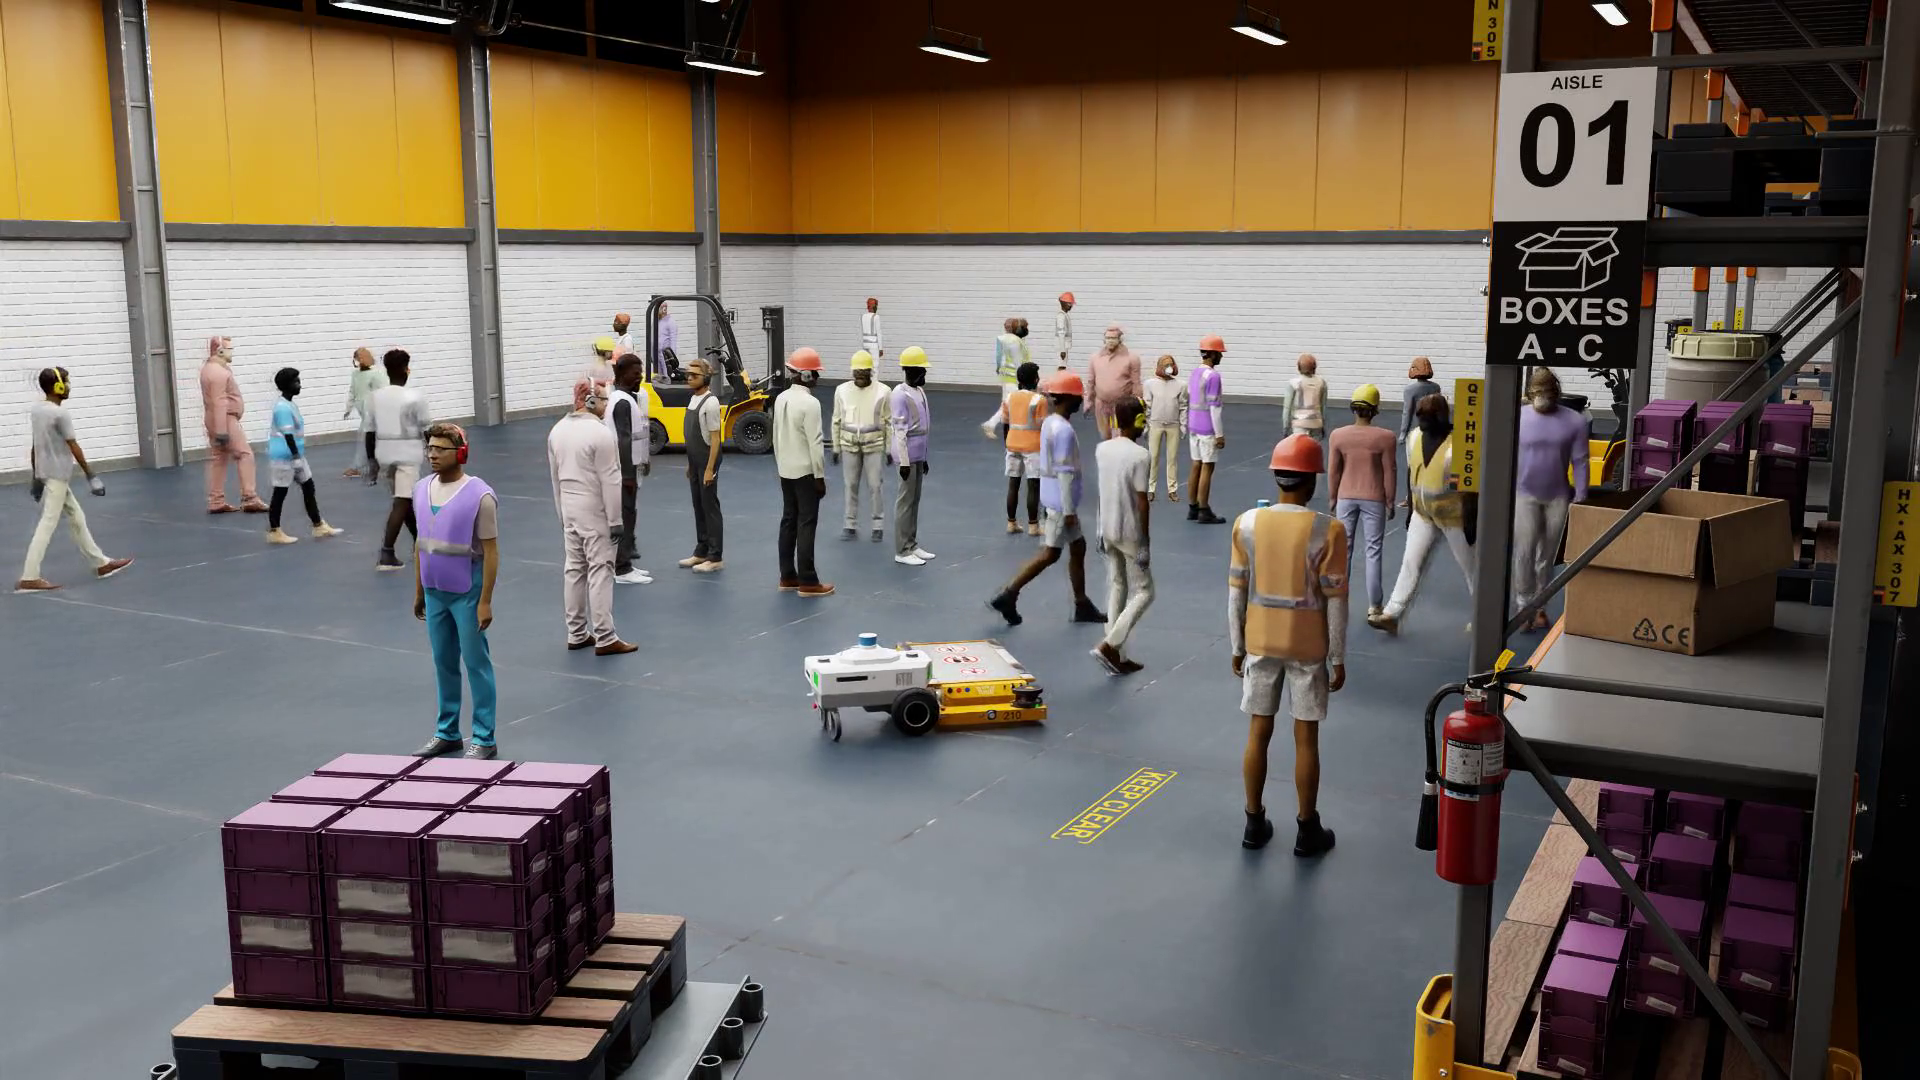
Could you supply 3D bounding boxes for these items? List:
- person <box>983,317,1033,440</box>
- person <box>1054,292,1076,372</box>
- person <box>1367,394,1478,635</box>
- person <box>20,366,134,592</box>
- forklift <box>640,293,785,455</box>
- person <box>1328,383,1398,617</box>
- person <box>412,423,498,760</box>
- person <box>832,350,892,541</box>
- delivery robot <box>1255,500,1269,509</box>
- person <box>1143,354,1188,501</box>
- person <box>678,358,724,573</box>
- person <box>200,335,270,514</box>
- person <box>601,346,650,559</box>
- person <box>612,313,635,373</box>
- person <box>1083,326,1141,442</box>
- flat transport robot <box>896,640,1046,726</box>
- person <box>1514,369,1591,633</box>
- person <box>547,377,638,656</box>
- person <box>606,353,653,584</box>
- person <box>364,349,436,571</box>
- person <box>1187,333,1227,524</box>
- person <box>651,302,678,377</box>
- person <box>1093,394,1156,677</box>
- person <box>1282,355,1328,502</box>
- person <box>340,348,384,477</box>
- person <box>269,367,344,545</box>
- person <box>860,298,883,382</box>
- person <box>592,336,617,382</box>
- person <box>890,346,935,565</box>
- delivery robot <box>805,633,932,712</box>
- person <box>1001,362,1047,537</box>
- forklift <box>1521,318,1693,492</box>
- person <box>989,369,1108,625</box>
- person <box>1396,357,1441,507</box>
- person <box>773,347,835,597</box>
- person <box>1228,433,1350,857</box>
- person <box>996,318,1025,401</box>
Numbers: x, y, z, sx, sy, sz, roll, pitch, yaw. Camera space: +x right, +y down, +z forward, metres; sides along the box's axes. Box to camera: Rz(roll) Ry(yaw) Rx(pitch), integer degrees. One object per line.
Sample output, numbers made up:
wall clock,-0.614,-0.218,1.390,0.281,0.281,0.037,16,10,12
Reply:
person,0.787,-2.333,24.231,0.832,1.816,0.623,2,10,10
person,1.923,-3.509,30.406,0.395,2.032,0.615,1,10,6
person,3.429,-0.170,11.934,1.088,1.740,0.637,-7,12,-35
person,-7.332,-0.509,13.681,0.531,1.815,0.989,8,13,40
forklift,-3.588,-2.317,23.042,2.313,2.155,1.214,-1,10,-5
person,3.043,-0.297,12.588,0.523,1.769,0.319,5,11,28
person,-2.712,0.288,8.972,0.565,1.846,0.390,5,11,28
person,-0.932,-0.896,15.871,0.599,1.828,0.403,2,10,9
delivery robot,2.685,-0.110,14.739,0.477,0.478,0.707,2,10,10
person,2.266,-1.238,18.413,0.501,1.636,0.279,0,10,1
person,-2.232,-0.643,14.360,0.345,1.847,0.508,-6,11,-31
person,-7.633,-1.215,17.566,0.719,1.885,0.655,-7,12,-35
person,-3.077,-0.778,15.024,0.601,1.916,0.510,-4,11,-22
person,-4.822,-2.302,23.856,0.354,1.884,0.576,-4,11,-22
person,1.754,-1.569,19.612,0.661,1.881,0.807,4,11,23
flat transport robot,0.034,0.850,10.273,0.652,0.197,1.431,-2,10,-12
person,4.217,-0.269,12.024,0.626,1.910,0.663,1,10,7
person,-2.514,-0.162,11.420,0.636,1.903,0.404,8,13,40
person,-2.803,-0.599,13.903,0.394,1.916,0.590,-2,10,-12
person,-4.882,-0.715,14.607,0.609,1.914,1.029,4,10,20
person,2.530,-1.132,16.952,0.384,1.933,0.547,-3,10,-15
person,-5.268,-3.269,29.389,0.641,1.908,0.407,9,13,41
person,1.032,-0.008,10.707,0.456,1.842,0.530,-9,13,-41
person,3.845,-1.237,18.503,0.525,1.608,0.558,-4,10,-20
person,-7.332,-1.594,20.622,0.497,1.587,0.888,8,13,39
person,-6.195,-0.786,15.669,0.753,1.667,0.556,-2,10,-13
person,-1.679,-3.691,31.916,0.356,1.878,0.574,-9,14,-44
person,-4.263,-1.577,20.032,0.464,1.745,0.541,-1,10,-7
person,-0.418,-0.749,14.742,0.368,1.927,0.587,3,10,15
delivery robot,-0.531,0.781,9.581,0.707,0.478,0.477,-2,10,-13
person,0.643,-0.883,16.170,0.539,1.698,0.318,8,12,38
forklift,7.066,-1.601,18.899,2.313,2.155,1.214,5,11,27
person,0.672,-0.302,12.224,0.899,1.911,0.552,-1,10,-5
person,4.952,-1.157,17.955,0.500,1.633,0.280,-5,11,-28
person,-1.259,-0.547,13.377,0.396,1.992,0.623,-7,12,-36
person,1.511,0.476,7.626,0.551,1.932,0.377,5,11,28
person,0.861,-2.937,28.231,0.513,1.642,0.313,-2,10,-11
